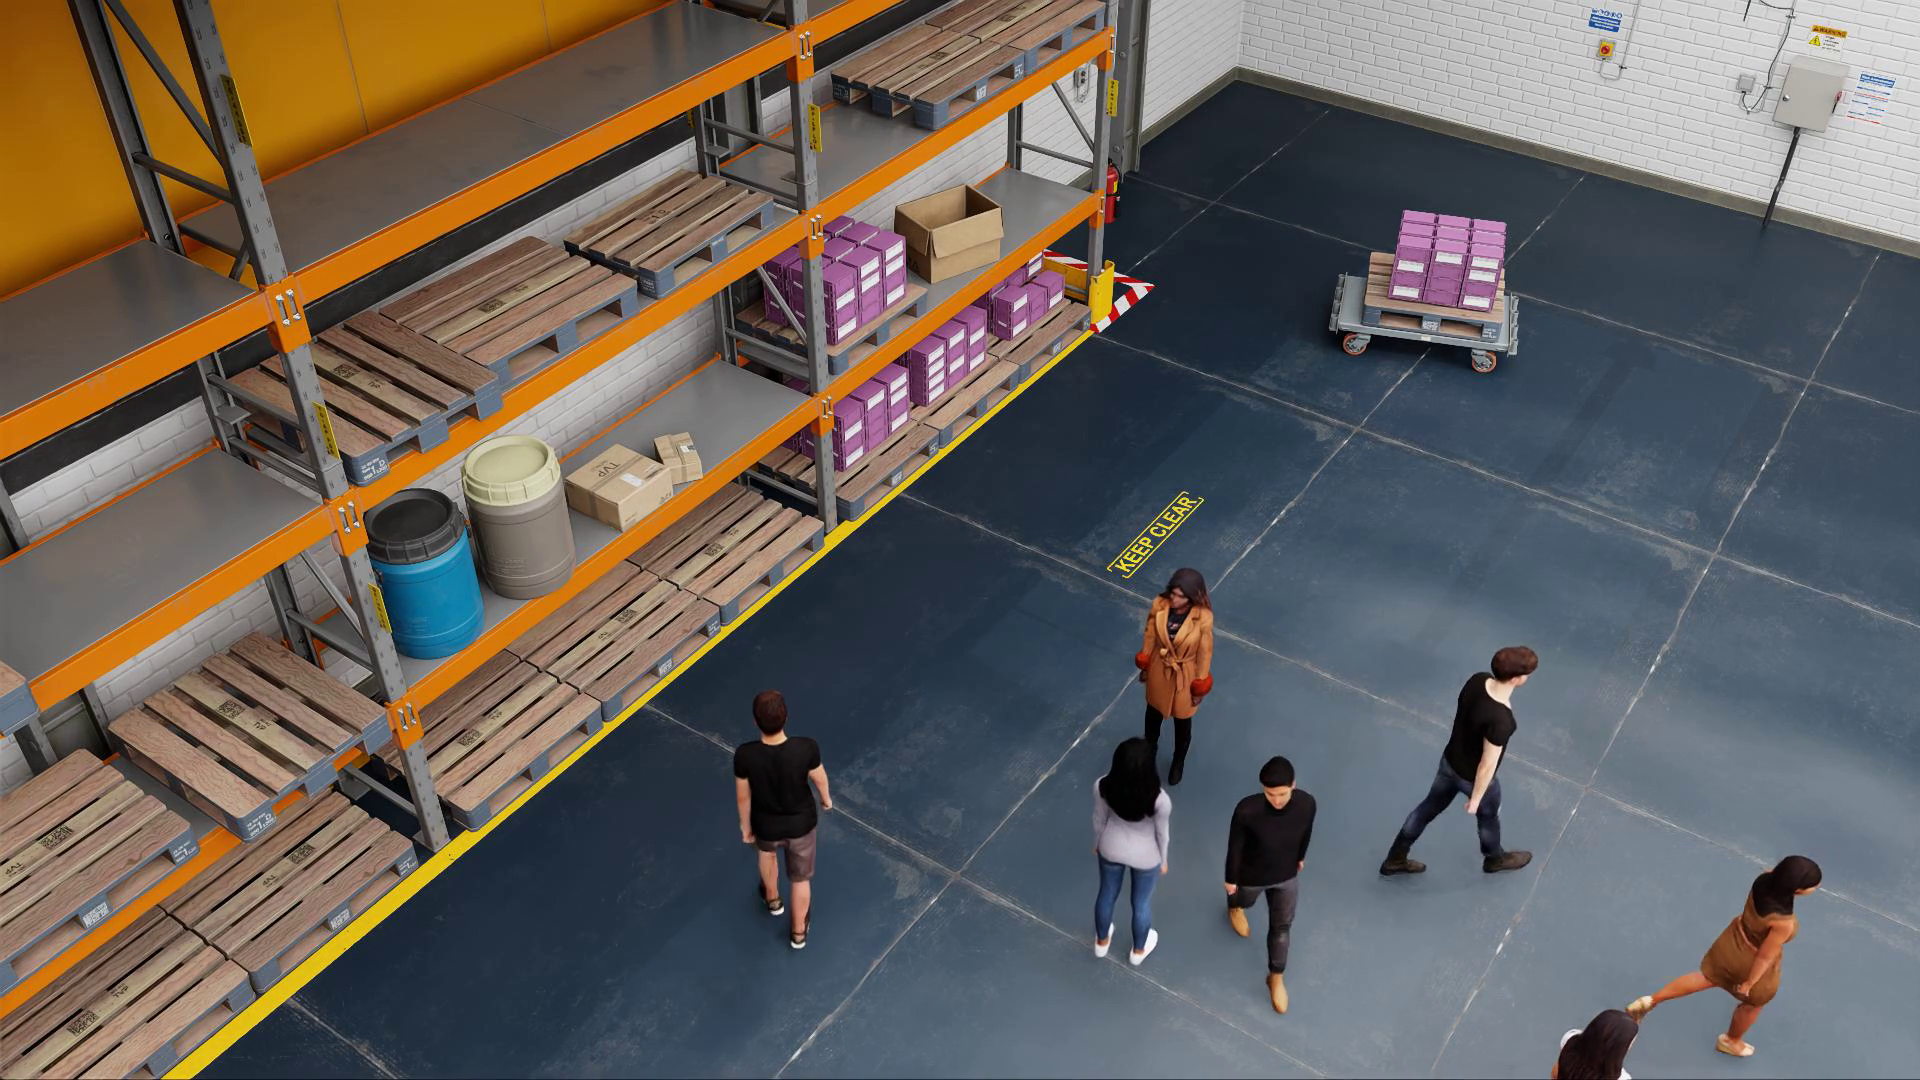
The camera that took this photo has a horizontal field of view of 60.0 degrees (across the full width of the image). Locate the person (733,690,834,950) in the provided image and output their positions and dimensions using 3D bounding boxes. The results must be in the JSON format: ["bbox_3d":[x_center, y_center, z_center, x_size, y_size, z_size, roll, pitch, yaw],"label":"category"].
[{"bbox_3d":[-1.009,1.673,9.518,0.891,1.843,0.953,-1,39,-2],"label":"person"}]

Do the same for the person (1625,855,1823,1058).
[{"bbox_3d":[4.148,2.249,8.941,0.965,1.662,1.013,2,39,2],"label":"person"}]

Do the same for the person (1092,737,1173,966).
[{"bbox_3d":[0.958,1.784,9.463,0.651,1.736,0.603,15,41,18],"label":"person"}]

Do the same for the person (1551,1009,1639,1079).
[{"bbox_3d":[2.978,2.875,8.066,0.681,1.775,0.668,-15,41,-18],"label":"person"}]

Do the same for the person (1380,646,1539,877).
[{"bbox_3d":[2.939,1.371,9.889,1.230,1.851,1.144,-7,39,-9],"label":"person"}]

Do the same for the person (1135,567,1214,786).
[{"bbox_3d":[1.365,0.857,10.632,0.695,1.727,0.601,20,43,23],"label":"person"}]

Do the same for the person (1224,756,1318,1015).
[{"bbox_3d":[1.720,1.799,9.477,1.082,1.696,1.169,-6,39,-7],"label":"person"}]
